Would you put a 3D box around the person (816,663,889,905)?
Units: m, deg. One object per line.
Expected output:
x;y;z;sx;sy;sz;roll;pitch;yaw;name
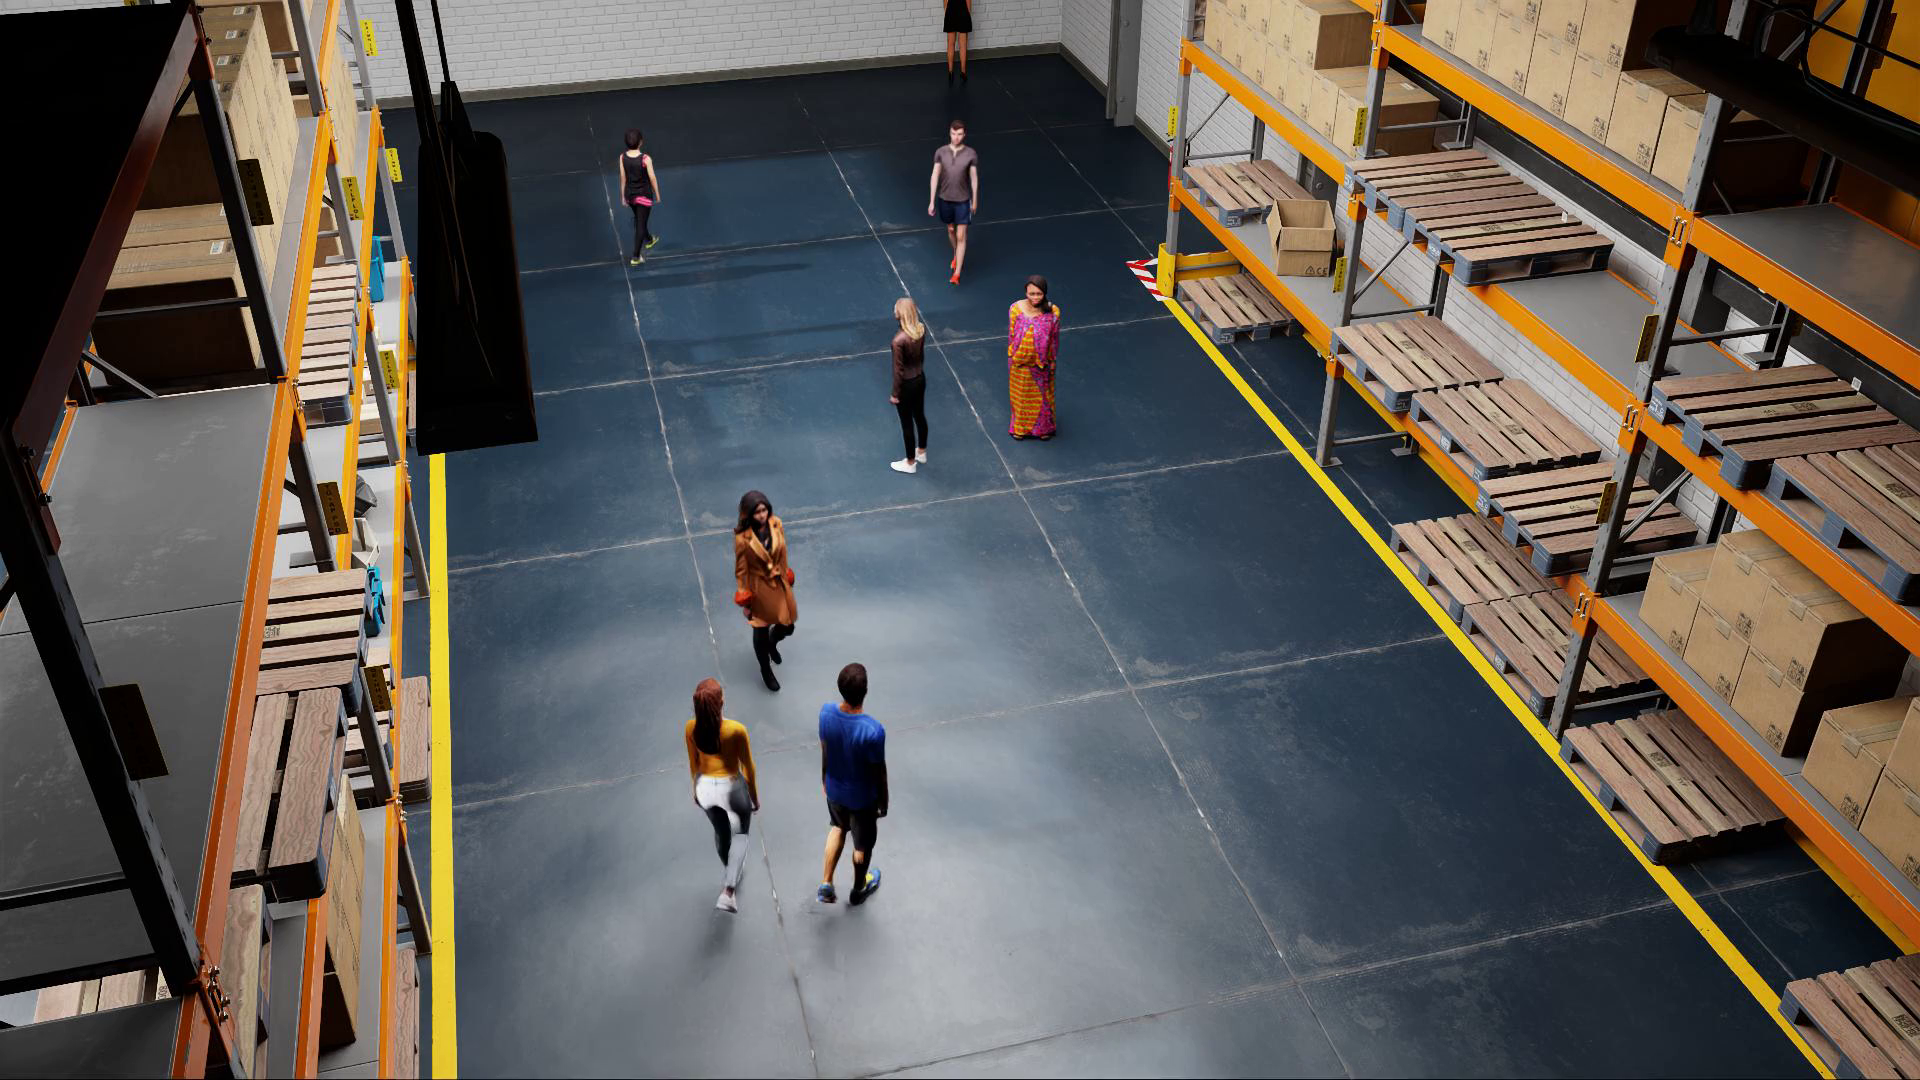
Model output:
-0.720;1.620;10.336;0.899;1.850;0.964;16;37;22;person

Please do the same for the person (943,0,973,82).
-0.043;-7.603;24.226;0.654;1.835;0.653;5;34;8;person

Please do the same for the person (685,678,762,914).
-1.497;1.644;10.406;0.790;1.733;1.004;5;34;7;person

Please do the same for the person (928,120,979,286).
-0.042;-3.802;18.536;1.039;1.803;1.274;8;34;12;person

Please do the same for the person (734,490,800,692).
-1.505;0.347;12.373;0.803;1.715;0.862;-20;39;-27;person

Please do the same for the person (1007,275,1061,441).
0.680;-1.714;15.508;0.741;1.677;0.773;4;34;6;person

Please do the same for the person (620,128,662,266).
-3.685;-3.877;18.914;0.916;1.509;1.098;11;35;16;person

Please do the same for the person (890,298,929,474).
-0.447;-1.402;15.016;0.719;1.703;0.671;20;38;27;person
